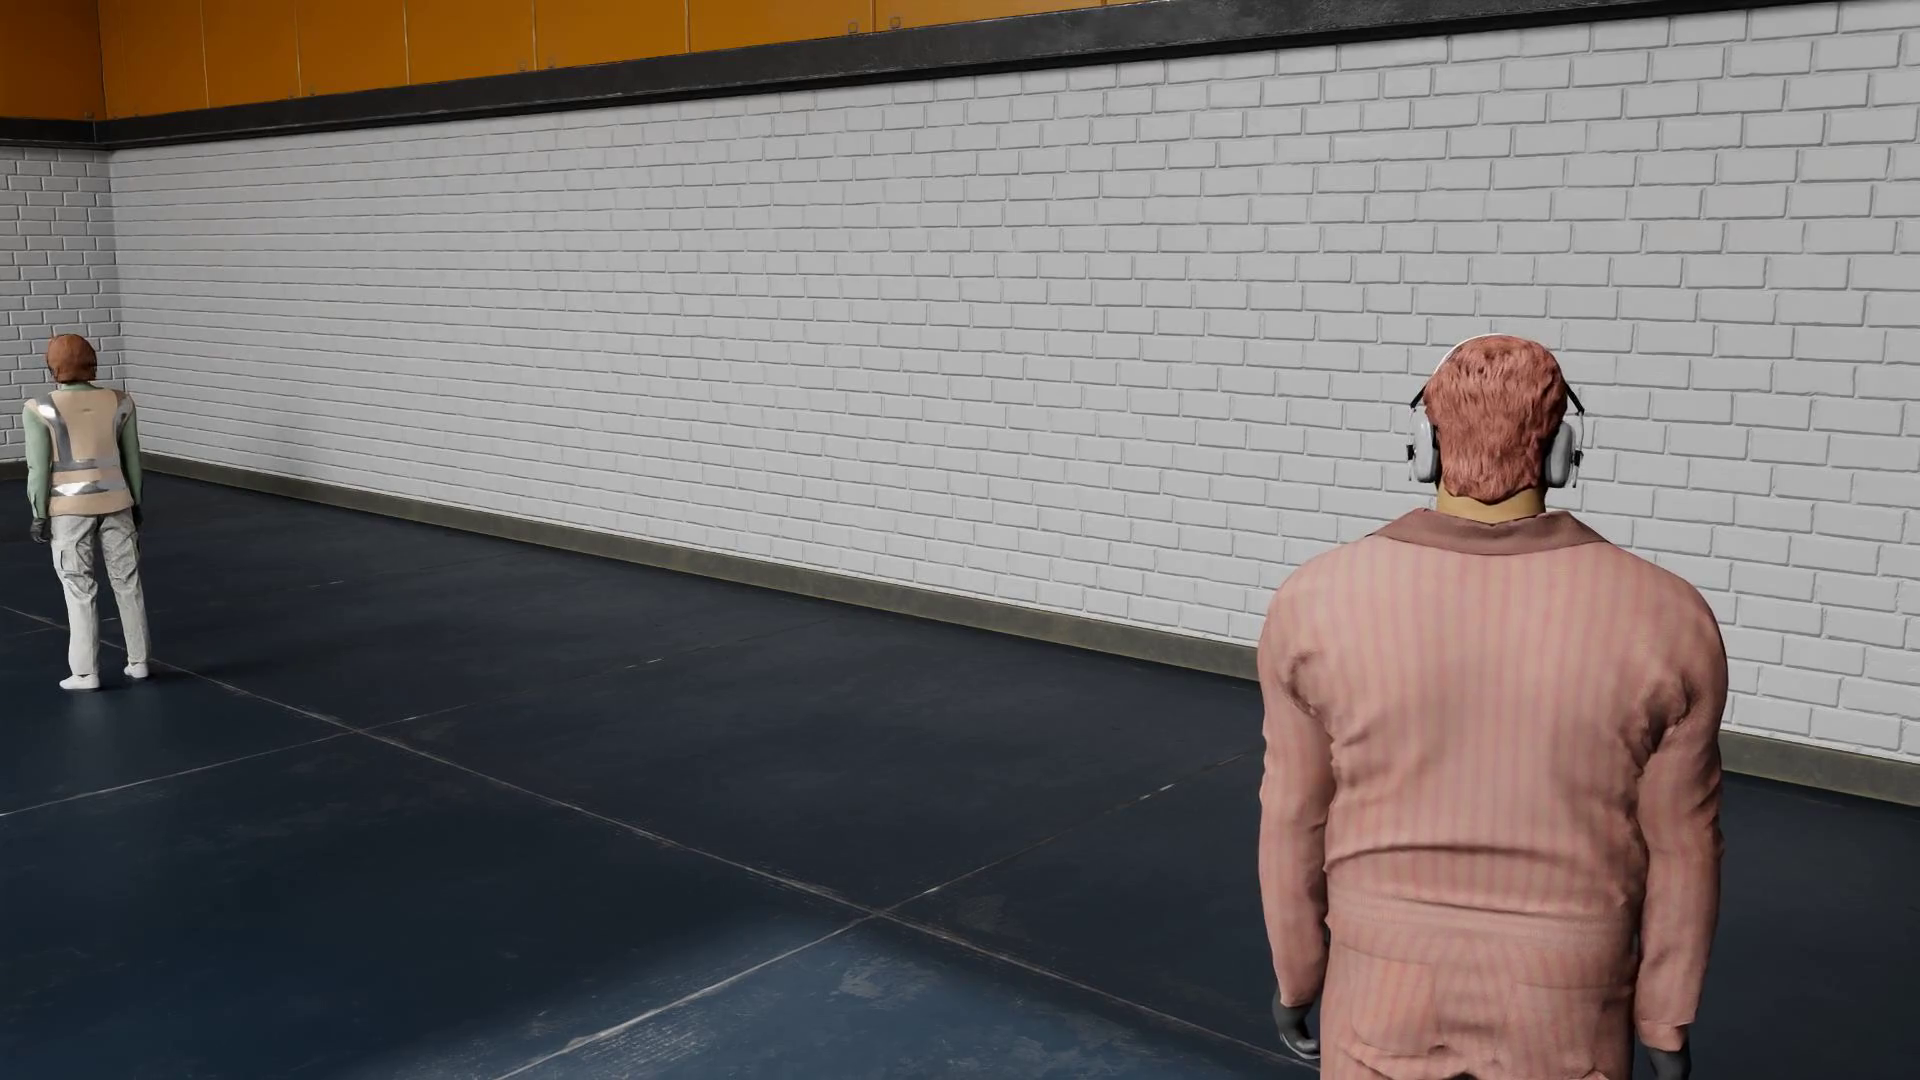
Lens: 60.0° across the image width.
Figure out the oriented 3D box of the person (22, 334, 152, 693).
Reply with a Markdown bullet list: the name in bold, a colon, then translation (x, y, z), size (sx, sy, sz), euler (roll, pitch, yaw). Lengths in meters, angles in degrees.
- **person**: translation (-3.991, -0.121, 7.621), size (0.313, 1.636, 0.517), euler (8, 13, 37)

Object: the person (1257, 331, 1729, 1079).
- **person**: translation (0.763, 0.650, 2.472), size (0.642, 1.906, 0.410), euler (3, 11, 19)
